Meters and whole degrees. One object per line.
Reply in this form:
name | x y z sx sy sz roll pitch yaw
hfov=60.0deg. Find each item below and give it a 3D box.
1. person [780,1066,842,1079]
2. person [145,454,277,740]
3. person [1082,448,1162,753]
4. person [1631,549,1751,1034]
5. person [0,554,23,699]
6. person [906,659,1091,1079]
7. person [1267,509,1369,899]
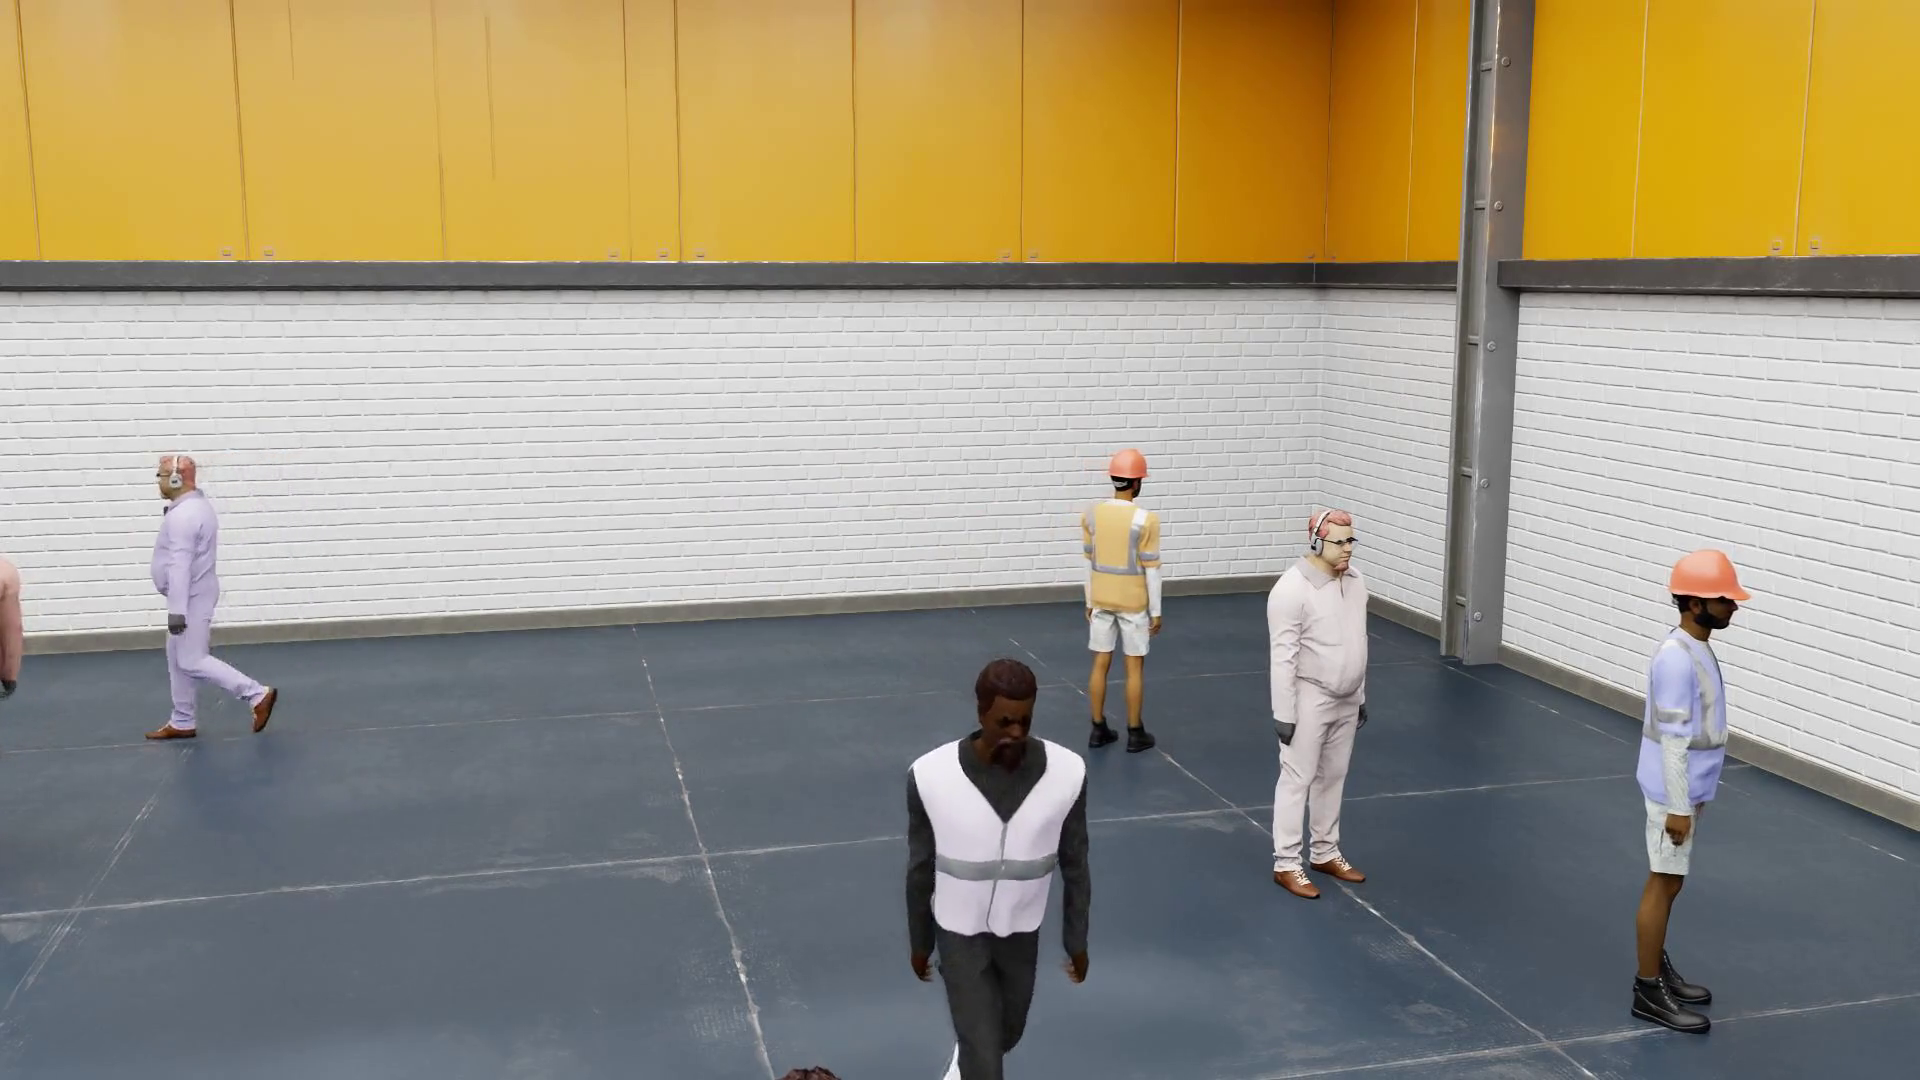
person | -0.239 1.700 2.537 0.517 1.873 0.328 2 9 12
person | -4.894 0.377 10.744 0.758 1.889 0.644 -3 10 -17
person | 1.036 0.386 10.547 0.542 1.935 0.377 6 11 32
person | 2.941 0.994 6.735 0.365 1.939 0.542 5 10 28
person | -5.279 0.708 8.733 0.668 1.868 0.610 -5 11 -31
person | 0.095 1.239 5.494 0.604 1.865 0.902 -2 9 -14
person | 1.780 0.790 8.138 0.644 1.903 0.401 -8 12 -40
